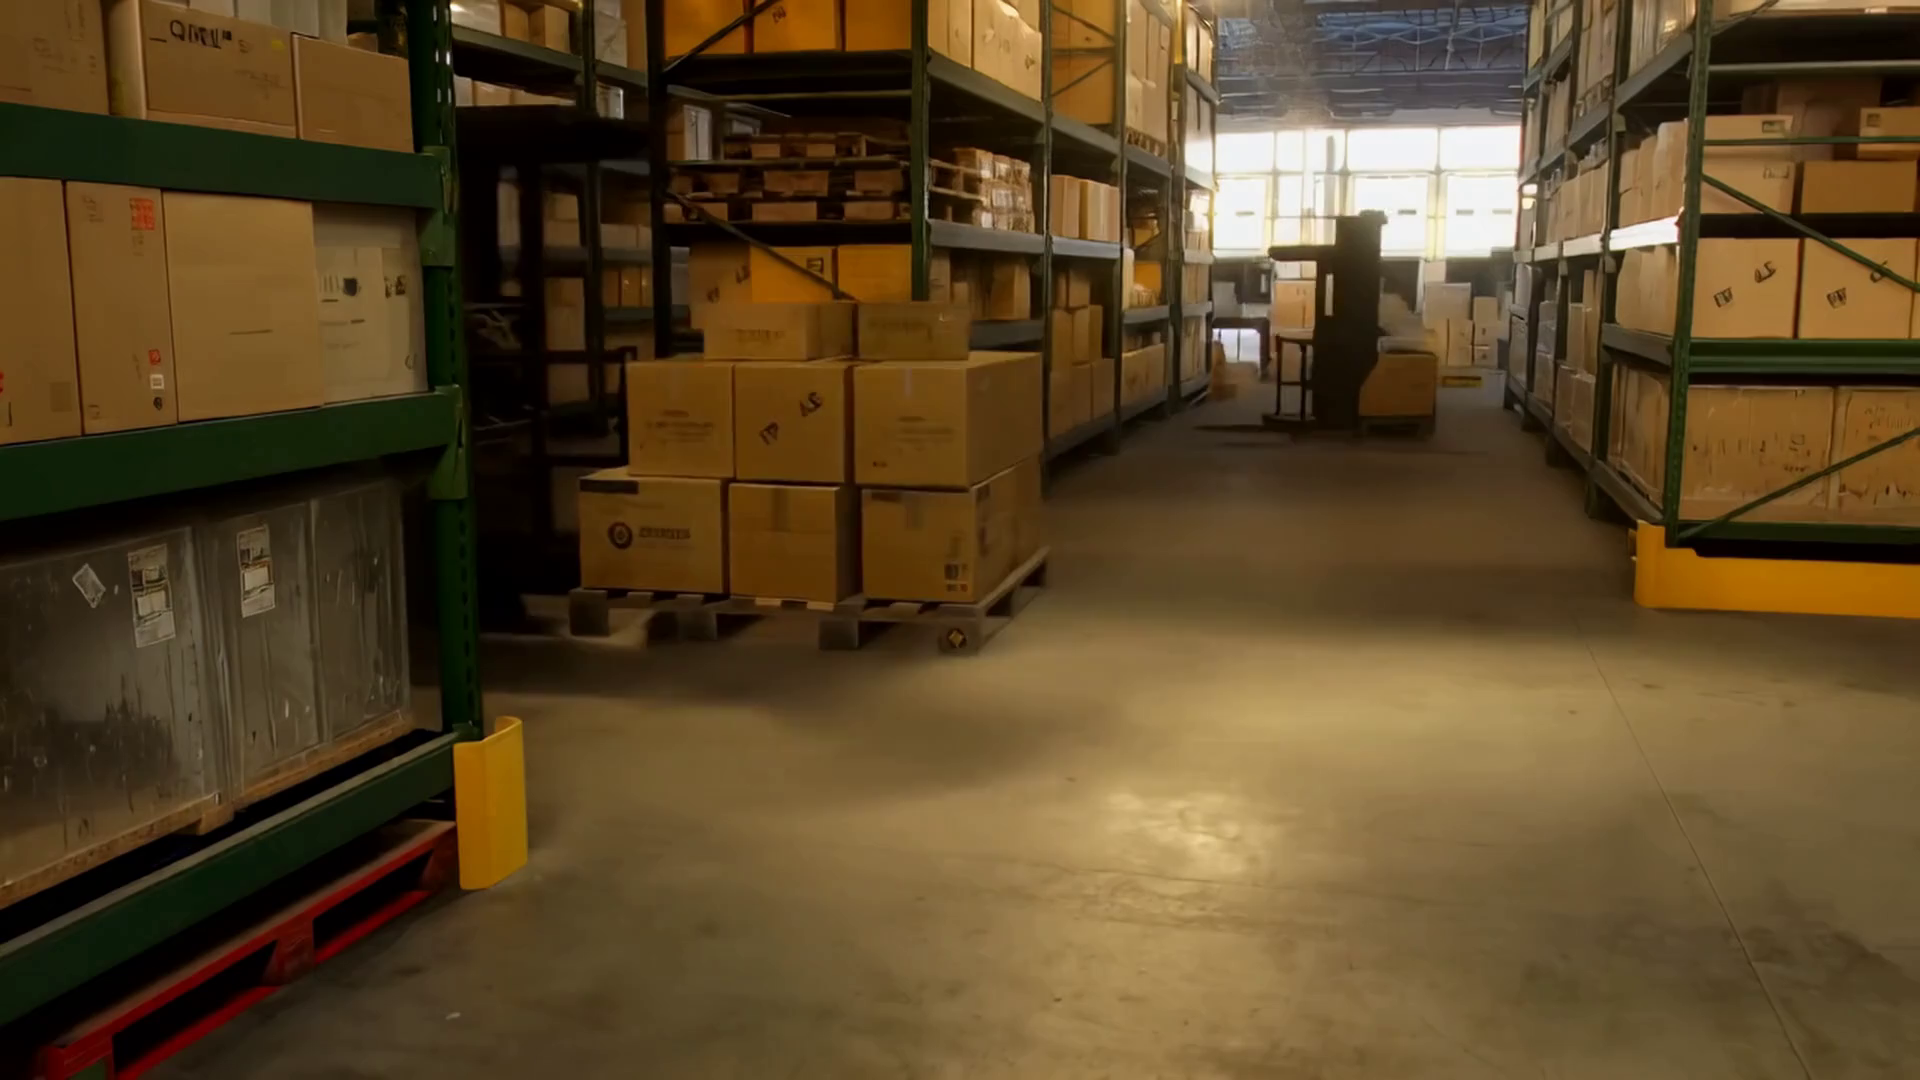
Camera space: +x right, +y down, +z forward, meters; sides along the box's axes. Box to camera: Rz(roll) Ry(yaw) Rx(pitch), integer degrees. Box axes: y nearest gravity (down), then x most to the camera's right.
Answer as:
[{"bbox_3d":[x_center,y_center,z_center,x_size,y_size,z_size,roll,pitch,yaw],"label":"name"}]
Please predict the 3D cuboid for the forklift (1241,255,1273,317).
[{"bbox_3d":[10.551,-8.662,58.805,1.129,2.768,1.873,2,9,15],"label":"forklift"}]

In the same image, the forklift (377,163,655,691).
[{"bbox_3d":[-2.704,-0.748,8.526,1.873,2.768,1.129,2,9,13],"label":"forklift"}]

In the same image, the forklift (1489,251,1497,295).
[{"bbox_3d":[16.070,-7.134,49.097,1.129,2.768,1.873,-1,9,-4],"label":"forklift"}]

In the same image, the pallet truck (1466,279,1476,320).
[{"bbox_3d":[18.896,-8.459,60.307,1.885,1.965,0.823,5,10,31],"label":"pallet truck"}]

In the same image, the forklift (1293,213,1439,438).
[{"bbox_3d":[5.038,-2.730,21.116,1.873,2.768,1.129,-1,9,-7],"label":"forklift"}]
